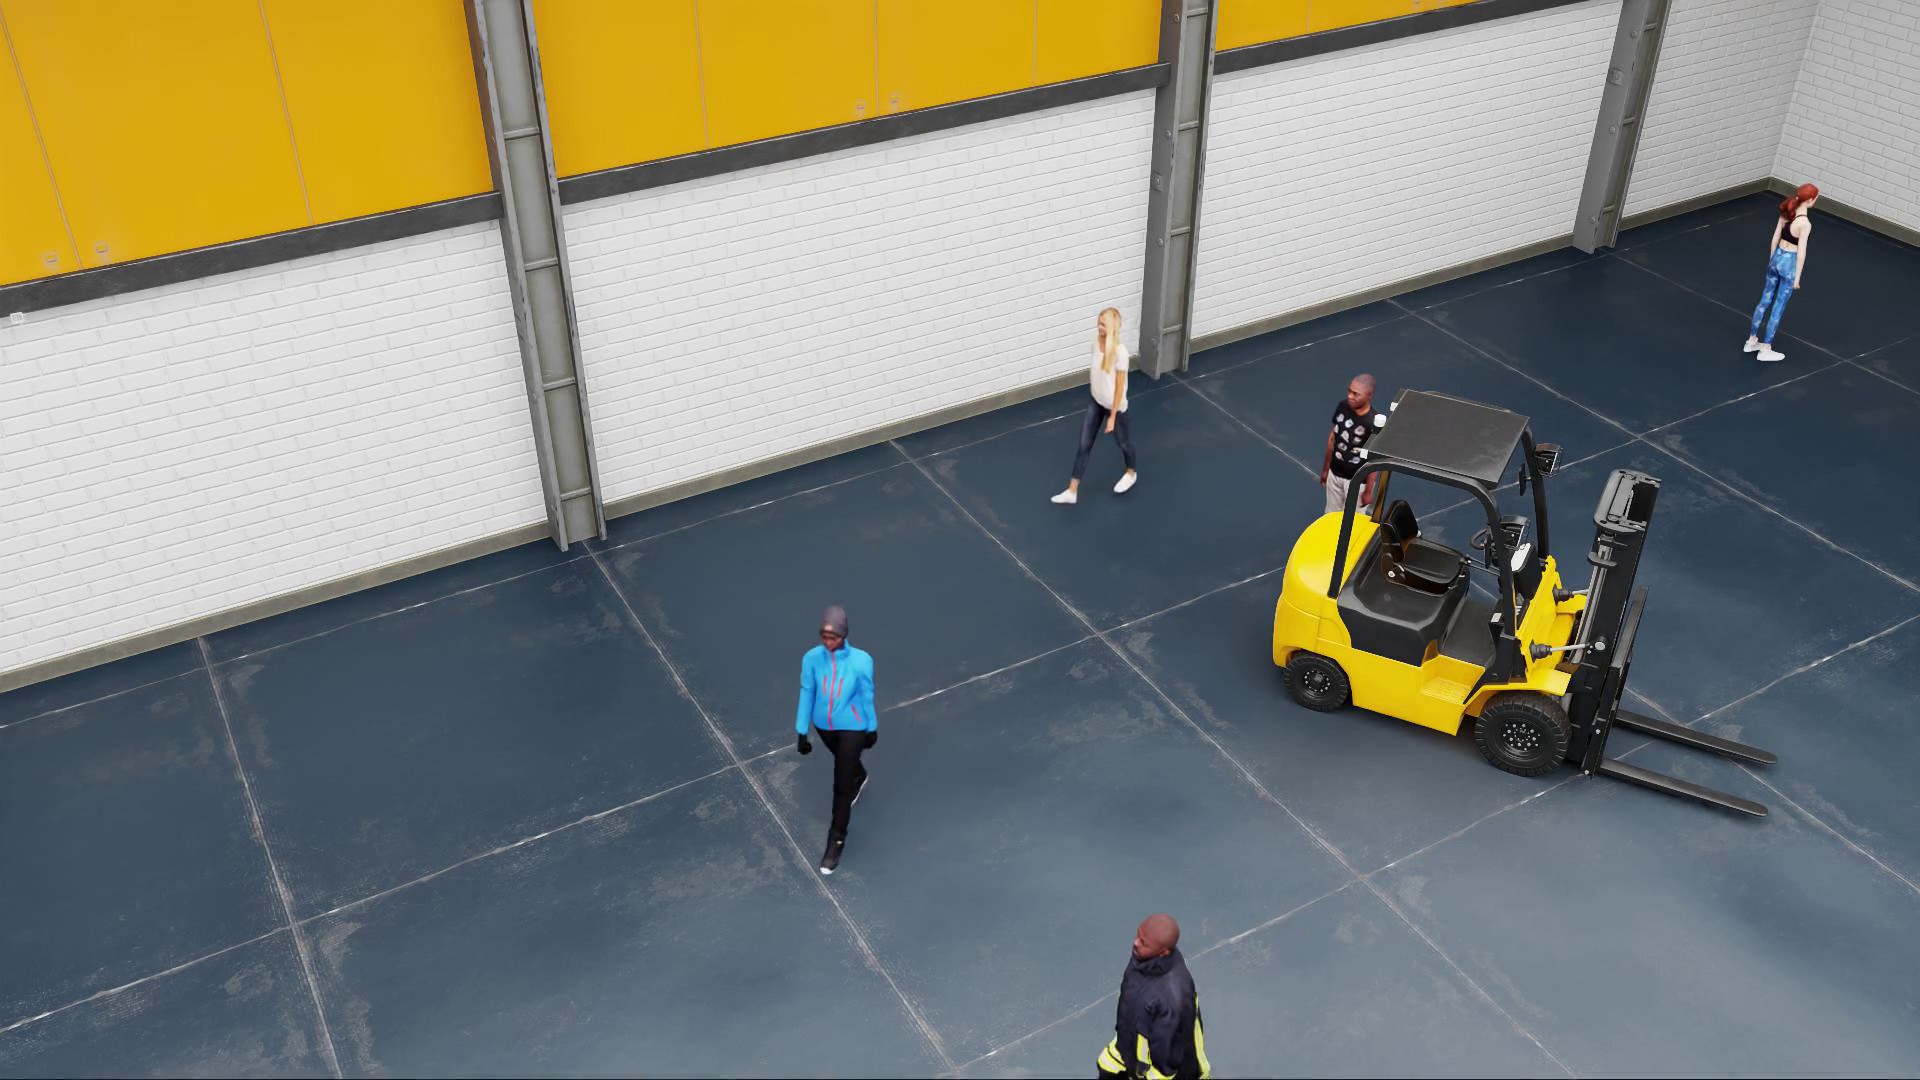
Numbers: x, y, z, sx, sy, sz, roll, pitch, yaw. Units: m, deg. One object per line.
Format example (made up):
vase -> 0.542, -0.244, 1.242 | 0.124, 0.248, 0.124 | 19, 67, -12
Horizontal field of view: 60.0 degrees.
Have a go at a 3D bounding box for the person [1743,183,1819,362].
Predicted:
person -> 8.018, -2.614, 16.197 | 0.660, 1.788, 0.625 | -9, 35, -13

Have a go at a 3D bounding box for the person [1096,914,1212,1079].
person -> 1.091, 2.546, 8.443 | 1.289, 1.777, 0.968 | -9, 35, -13

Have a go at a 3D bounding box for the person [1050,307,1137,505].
person -> 1.320, -1.119, 13.972 | 1.171, 1.761, 0.746 | -25, 41, -32

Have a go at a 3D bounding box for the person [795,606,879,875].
person -> -0.737, 1.133, 10.599 | 1.160, 1.744, 1.232 | 9, 35, 13

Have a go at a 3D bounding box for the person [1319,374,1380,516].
person -> 3.055, -0.490, 12.987 | 0.597, 1.804, 0.683 | -21, 39, -28
